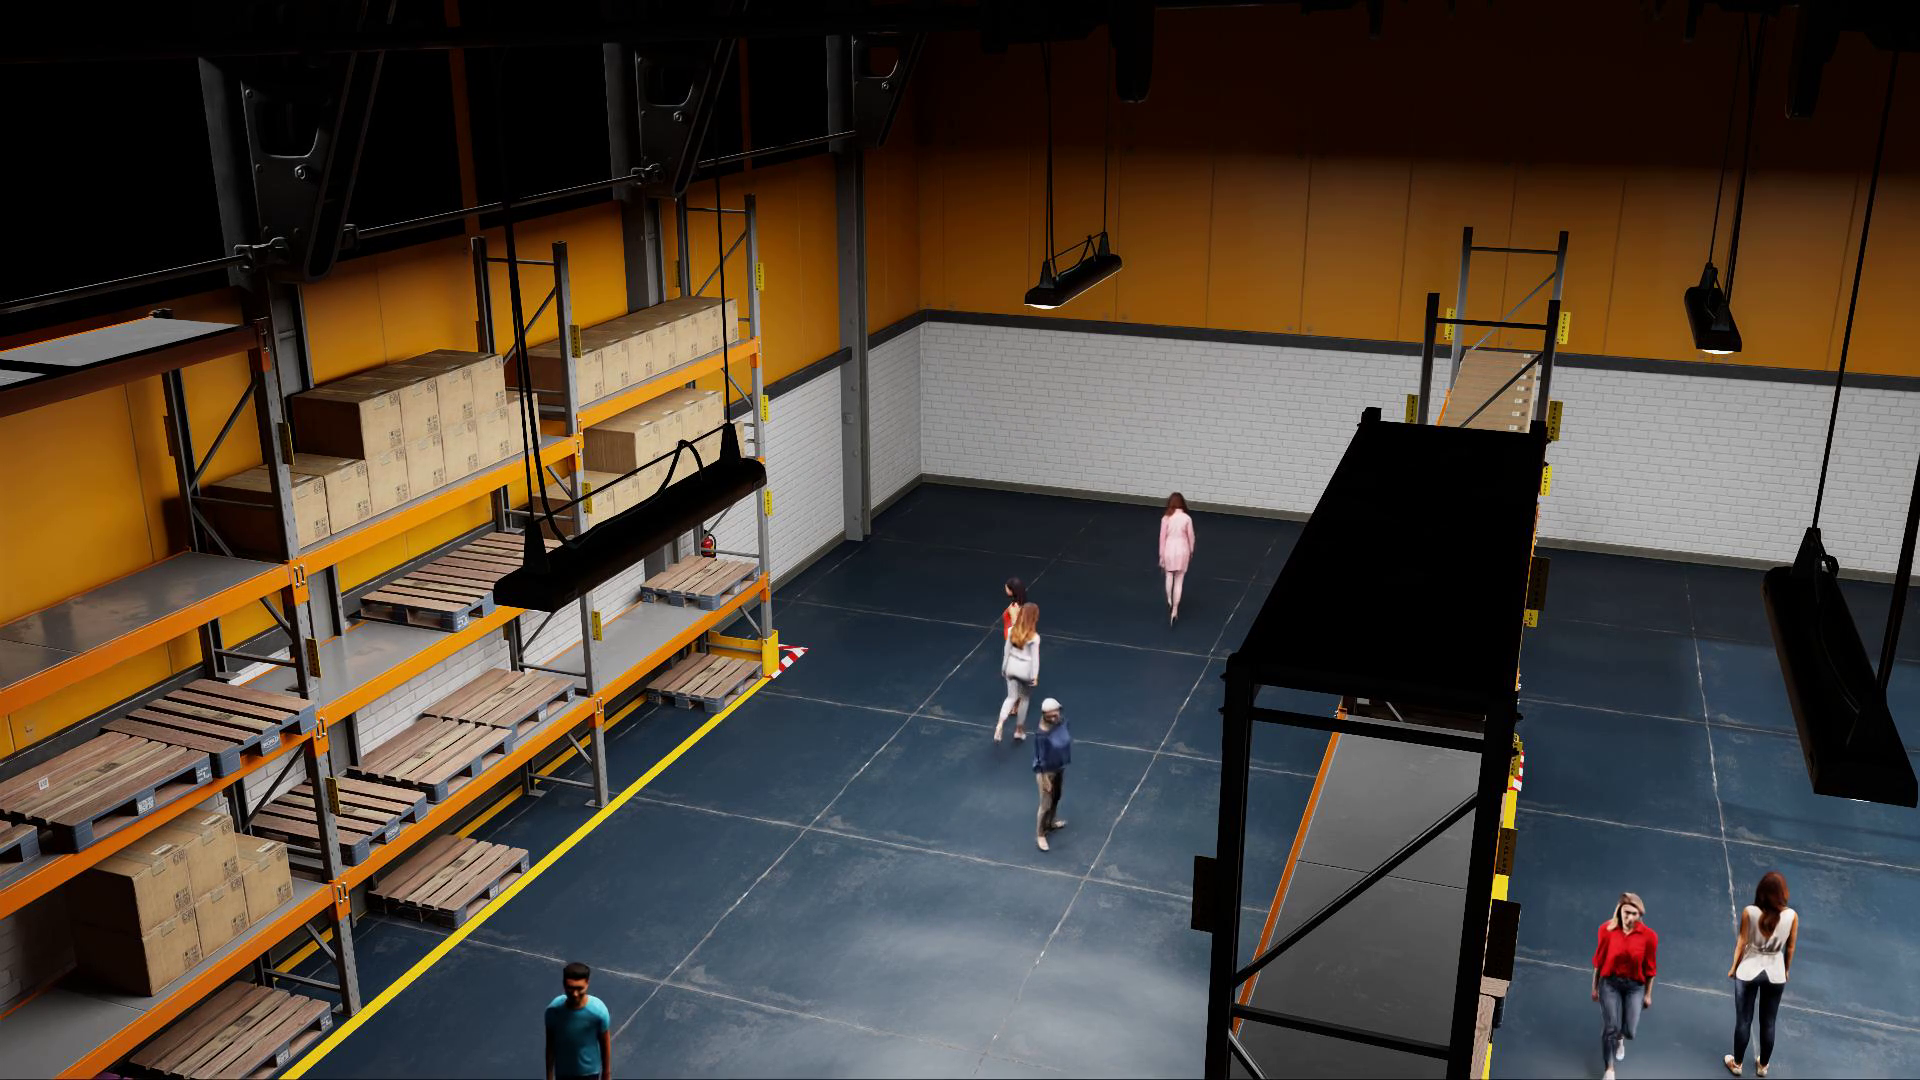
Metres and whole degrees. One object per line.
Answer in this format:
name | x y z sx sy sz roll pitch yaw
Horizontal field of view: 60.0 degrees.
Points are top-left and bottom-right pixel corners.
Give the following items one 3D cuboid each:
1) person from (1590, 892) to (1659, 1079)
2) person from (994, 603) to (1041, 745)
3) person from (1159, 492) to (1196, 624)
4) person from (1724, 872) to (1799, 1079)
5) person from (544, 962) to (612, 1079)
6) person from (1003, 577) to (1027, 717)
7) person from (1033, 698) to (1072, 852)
person | 5.232 3.504 13.147 0.630 1.696 0.744 7 20 20
person | 0.643 1.580 18.798 0.751 1.735 0.965 10 21 26
person | 2.934 0.276 22.635 0.743 1.758 1.139 3 19 10
person | 6.351 3.448 13.175 0.611 1.784 0.548 5 19 13
person | -2.761 3.815 12.131 0.796 1.755 1.035 2 19 5
person | 0.667 1.256 19.779 0.646 1.723 0.450 6 19 16
person | 0.902 2.309 16.738 0.950 1.669 0.700 9 20 24
